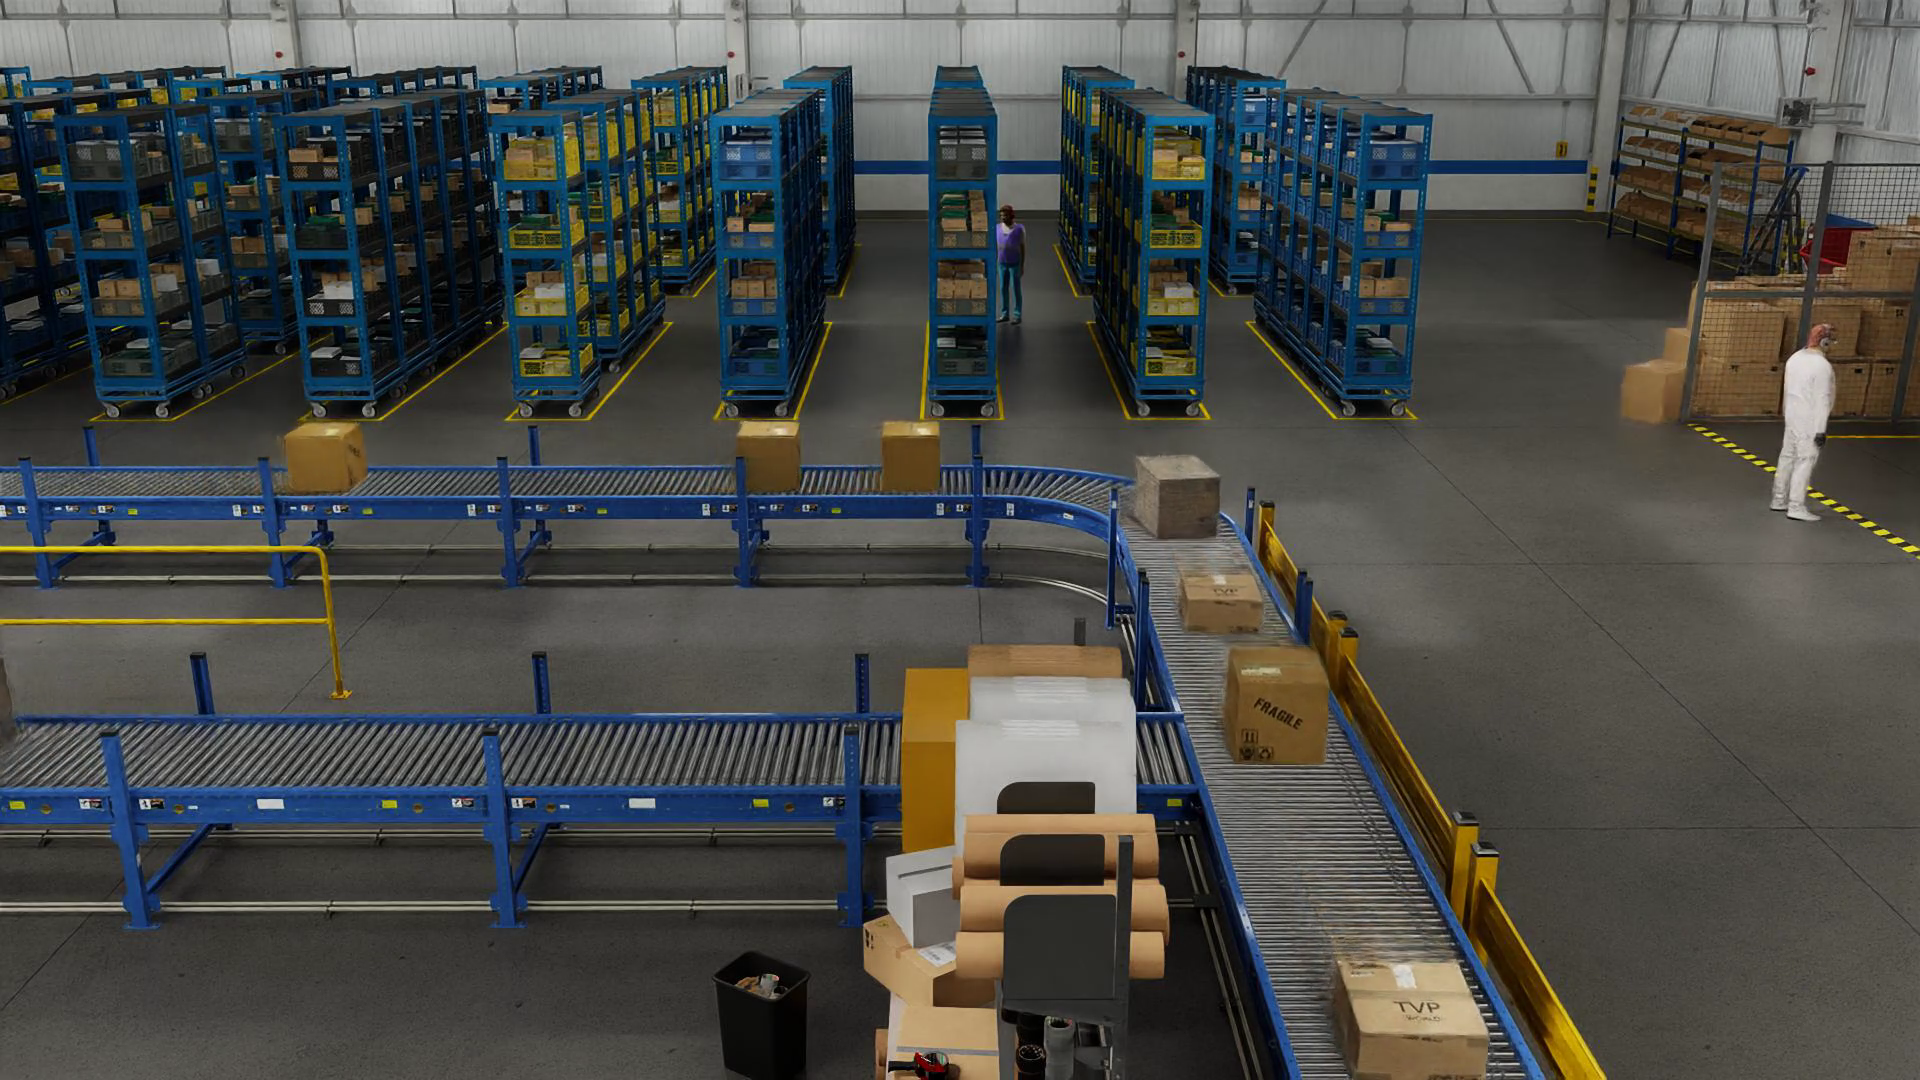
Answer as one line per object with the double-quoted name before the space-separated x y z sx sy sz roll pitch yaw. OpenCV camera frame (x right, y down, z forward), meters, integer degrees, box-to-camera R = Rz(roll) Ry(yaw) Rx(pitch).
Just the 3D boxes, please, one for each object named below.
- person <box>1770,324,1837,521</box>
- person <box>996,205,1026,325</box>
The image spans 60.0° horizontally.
"person" 8.208 -1.145 16.085 0.403 1.904 0.651 -1 18 -3
"person" 0.774 -4.291 25.896 0.577 1.831 0.396 11 21 30
